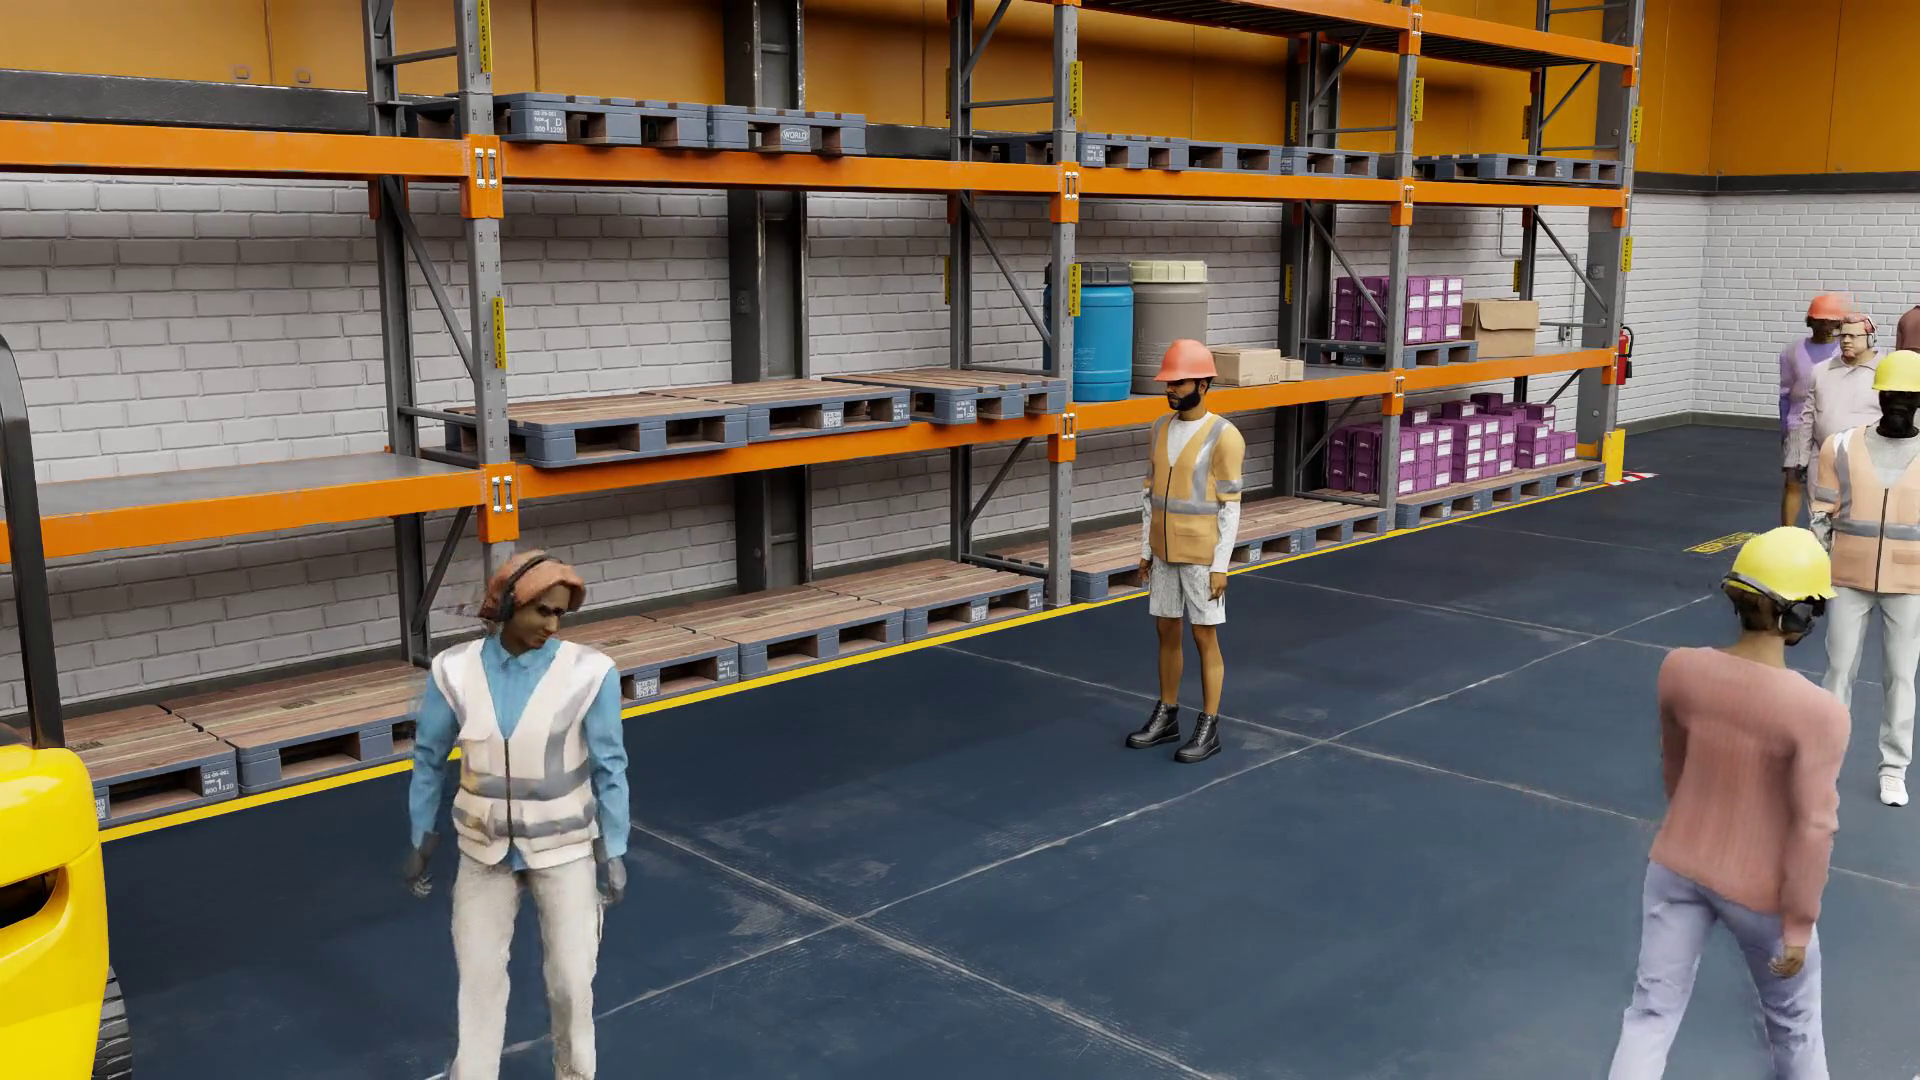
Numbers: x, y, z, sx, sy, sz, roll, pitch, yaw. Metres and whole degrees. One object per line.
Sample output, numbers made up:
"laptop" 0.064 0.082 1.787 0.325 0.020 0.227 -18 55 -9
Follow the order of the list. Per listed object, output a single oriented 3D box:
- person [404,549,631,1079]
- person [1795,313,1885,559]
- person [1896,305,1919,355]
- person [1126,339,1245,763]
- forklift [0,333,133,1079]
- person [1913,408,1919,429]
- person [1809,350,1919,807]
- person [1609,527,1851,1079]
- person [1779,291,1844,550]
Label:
"person" -1.179 0.821 4.360 0.659 1.618 0.318 1 10 7
"person" 5.728 -0.506 10.766 0.409 1.907 0.651 -8 13 -37
"person" 10.260 -1.774 17.684 0.401 1.906 0.651 -2 11 -13
"person" 1.031 0.050 7.652 0.357 1.938 0.545 -9 14 -40
"forklift" -3.289 0.485 4.582 1.214 2.155 2.313 -10 14 -44
"person" 7.277 -0.709 12.261 0.526 1.769 0.312 1 10 6
"person" 3.915 0.161 7.070 0.587 1.930 0.363 7 12 33
"person" 1.940 0.815 4.080 0.902 1.721 0.527 -6 12 -31
"person" 6.421 -0.857 12.429 0.610 2.012 0.949 7 13 34
